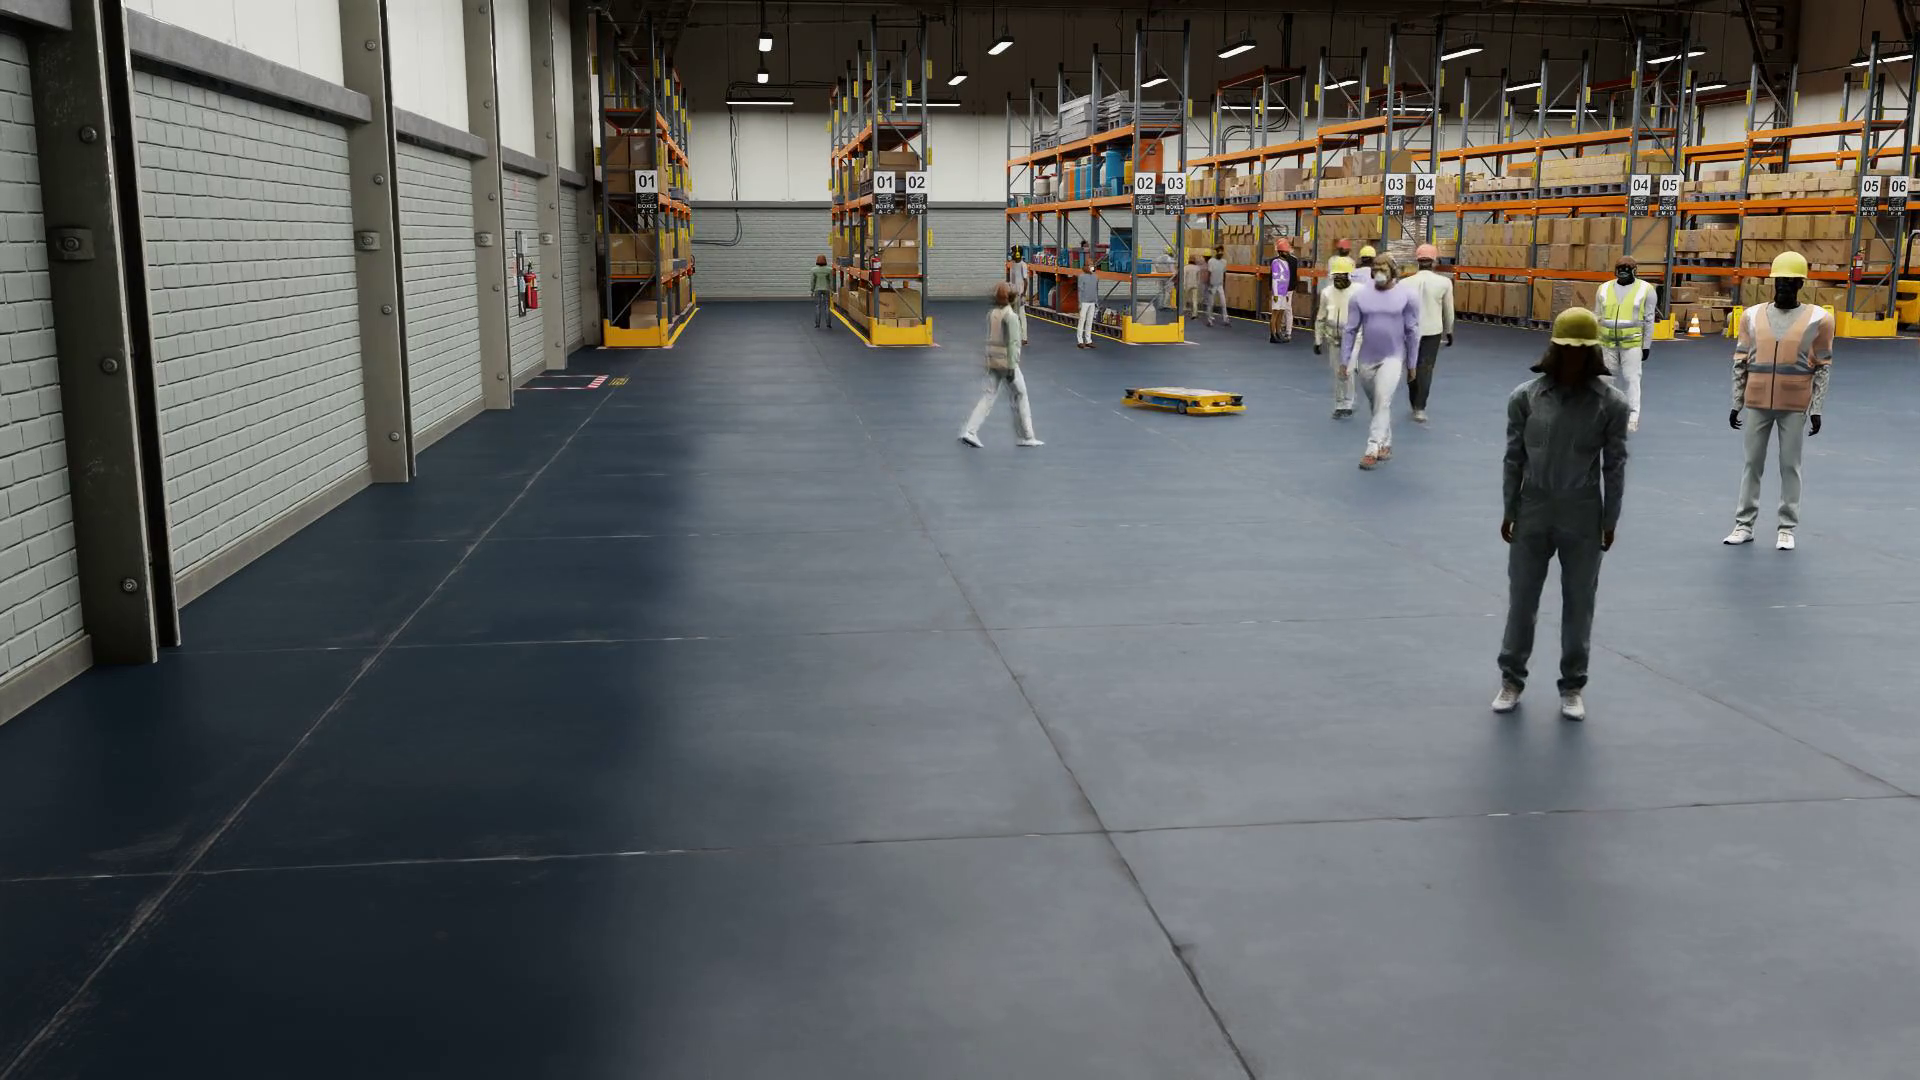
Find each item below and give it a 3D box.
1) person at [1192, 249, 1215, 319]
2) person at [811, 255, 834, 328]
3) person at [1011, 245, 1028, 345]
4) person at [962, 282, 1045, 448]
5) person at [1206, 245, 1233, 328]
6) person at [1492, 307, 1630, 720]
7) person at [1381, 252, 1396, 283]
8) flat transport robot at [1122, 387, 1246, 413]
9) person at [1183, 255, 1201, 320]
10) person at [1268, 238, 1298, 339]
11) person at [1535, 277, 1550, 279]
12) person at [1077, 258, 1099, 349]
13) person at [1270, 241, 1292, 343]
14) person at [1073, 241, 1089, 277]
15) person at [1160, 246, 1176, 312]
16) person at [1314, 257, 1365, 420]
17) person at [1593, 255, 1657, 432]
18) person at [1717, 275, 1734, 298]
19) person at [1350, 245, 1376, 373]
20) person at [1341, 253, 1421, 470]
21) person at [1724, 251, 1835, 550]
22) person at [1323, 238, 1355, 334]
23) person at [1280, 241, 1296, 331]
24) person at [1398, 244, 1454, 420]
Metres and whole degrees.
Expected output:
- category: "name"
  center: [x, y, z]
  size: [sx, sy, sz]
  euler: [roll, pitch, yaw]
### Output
- category: "person"
  center: [6.030, -6.327, 41.126]
  size: [0.535, 1.745, 0.662]
  euler: [-5, 11, -26]
- category: "person"
  center: [-3.064, -5.517, 36.955]
  size: [0.509, 1.632, 0.268]
  euler: [-1, 10, -5]
- category: "person"
  center: [1.095, -4.573, 31.151]
  size: [0.335, 1.865, 0.520]
  euler: [-4, 11, -20]
- category: "person"
  center: [0.391, -1.679, 16.024]
  size: [0.838, 1.604, 0.526]
  euler: [-5, 12, -27]
- category: "person"
  center: [5.744, -5.619, 37.004]
  size: [0.540, 1.826, 0.941]
  euler: [-3, 11, -18]
- category: "person"
  center: [2.526, -0.103, 7.003]
  size: [0.488, 1.742, 0.320]
  euler: [5, 11, 25]
- category: "person"
  center: [8.234, -4.668, 32.006]
  size: [0.485, 1.748, 0.523]
  euler: [-4, 11, -21]
- category: "flat transport robot"
  center: [2.610, -1.647, 19.475]
  size: [0.652, 0.197, 1.431]
  euler: [-7, 13, -35]
- category: "person"
  center: [5.646, -6.207, 40.872]
  size: [0.511, 1.573, 0.866]
  euler: [-3, 11, -17]
- category: "person"
  center: [6.422, -4.998, 33.121]
  size: [0.611, 1.995, 0.380]
  euler: [-4, 11, -21]
- category: "person"
  center: [14.220, -6.361, 40.746]
  size: [0.544, 1.939, 0.354]
  euler: [-1, 10, -4]
- category: "person"
  center: [2.337, -4.308, 30.327]
  size: [0.500, 1.634, 0.286]
  euler: [-9, 14, -40]
- category: "person"
  center: [6.146, -4.731, 31.806]
  size: [0.363, 1.939, 0.542]
  euler: [7, 13, 35]
- category: "person"
  center: [3.327, -7.004, 44.336]
  size: [0.649, 1.909, 0.988]
  euler: [-1, 10, -3]
- category: "person"
  center: [5.642, -7.093, 45.212]
  size: [0.407, 1.784, 0.686]
  euler: [-5, 12, -28]
- category: "person"
  center: [4.222, -2.212, 18.371]
  size: [0.650, 1.803, 0.647]
  euler: [8, 13, 36]
- category: "person"
  center: [6.916, -2.048, 17.399]
  size: [0.630, 1.835, 0.429]
  euler: [8, 13, 38]
- category: "person"
  center: [18.835, -6.218, 40.910]
  size: [0.518, 1.596, 0.849]
  euler: [-1, 10, -8]
- category: "person"
  center: [5.997, -3.415, 24.706]
  size: [0.770, 1.902, 0.598]
  euler: [-10, 14, -44]
- category: "person"
  center: [3.745, -1.603, 14.820]
  size: [0.651, 1.890, 1.035]
  euler: [6, 12, 31]
- category: "person"
  center: [5.328, -0.902, 10.841]
  size: [0.588, 1.930, 0.364]
  euler: [8, 13, 39]
- category: "person"
  center: [7.474, -4.958, 32.878]
  size: [0.649, 2.007, 0.784]
  euler: [-4, 11, -23]
- category: "person"
  center: [7.049, -5.492, 36.015]
  size: [0.625, 1.931, 0.368]
  euler: [-8, 13, -37]
- category: "person"
  center: [5.212, -2.332, 18.679]
  size: [0.614, 1.943, 1.041]
  euler: [5, 11, 26]
